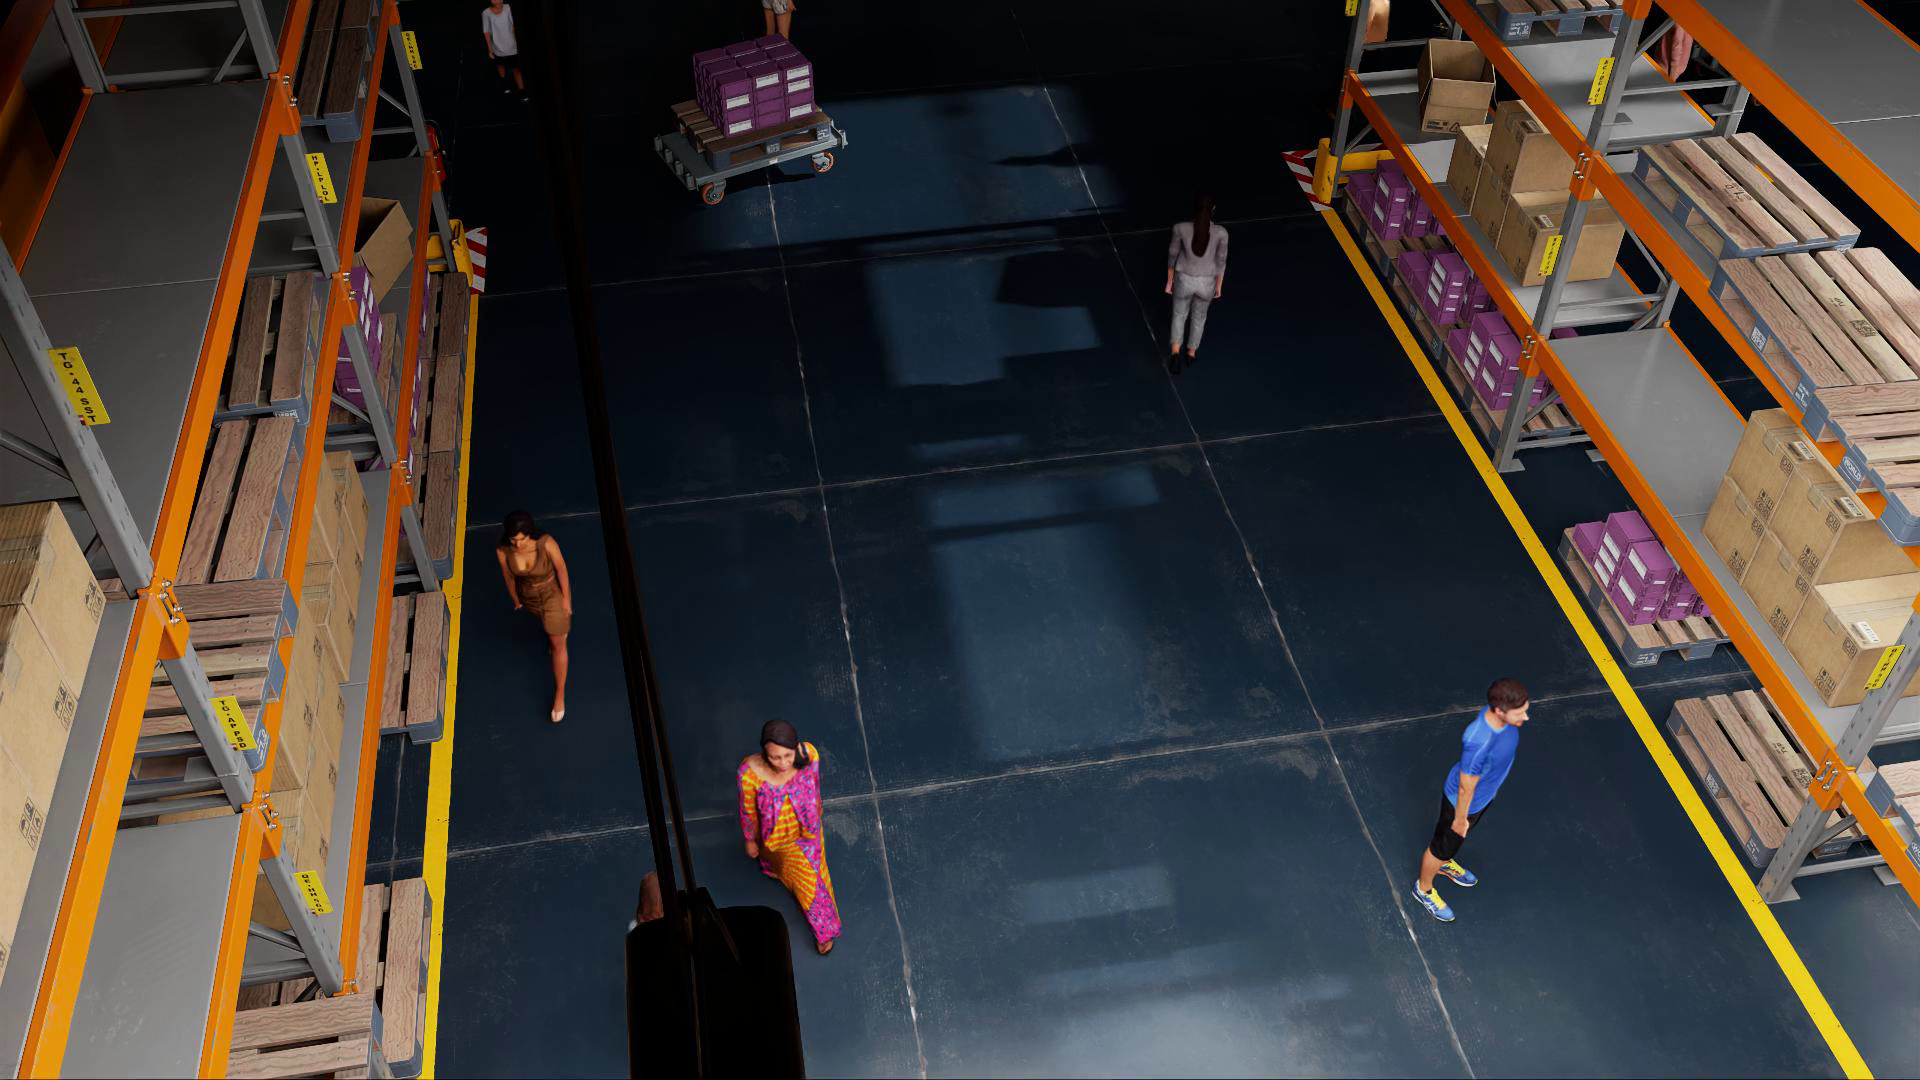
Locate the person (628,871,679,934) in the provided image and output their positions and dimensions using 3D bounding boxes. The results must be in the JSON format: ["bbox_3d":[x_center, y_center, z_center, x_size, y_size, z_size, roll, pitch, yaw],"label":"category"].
[{"bbox_3d":[-1.529,2.288,8.876,0.837,1.459,1.042,-27,50,-26],"label":"person"}]

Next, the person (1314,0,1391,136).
[{"bbox_3d":[3.868,-4.760,16.087,1.117,1.719,1.178,17,46,17],"label":"person"}]

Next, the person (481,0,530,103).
[{"bbox_3d":[-4.636,-5.048,16.751,0.630,1.219,0.917,-16,46,-16],"label":"person"}]

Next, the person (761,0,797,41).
[{"bbox_3d":[-1.872,-5.520,16.790,0.653,1.849,0.744,34,53,31],"label":"person"}]

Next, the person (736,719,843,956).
[{"bbox_3d":[-1.021,1.544,9.519,0.812,1.650,1.237,-14,45,-15],"label":"person"}]

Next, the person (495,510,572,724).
[{"bbox_3d":[-2.687,0.319,10.831,0.725,1.614,1.138,4,44,4],"label":"person"}]

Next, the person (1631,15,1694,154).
[{"bbox_3d":[6.677,-4.458,15.765,0.720,1.726,0.566,5,44,6],"label":"person"}]

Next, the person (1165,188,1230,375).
[{"bbox_3d":[1.852,-1.970,13.200,0.791,1.660,0.914,9,44,10],"label":"person"}]

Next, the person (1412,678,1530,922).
[{"bbox_3d":[2.914,1.427,9.484,0.748,1.868,0.700,29,51,27],"label":"person"}]
